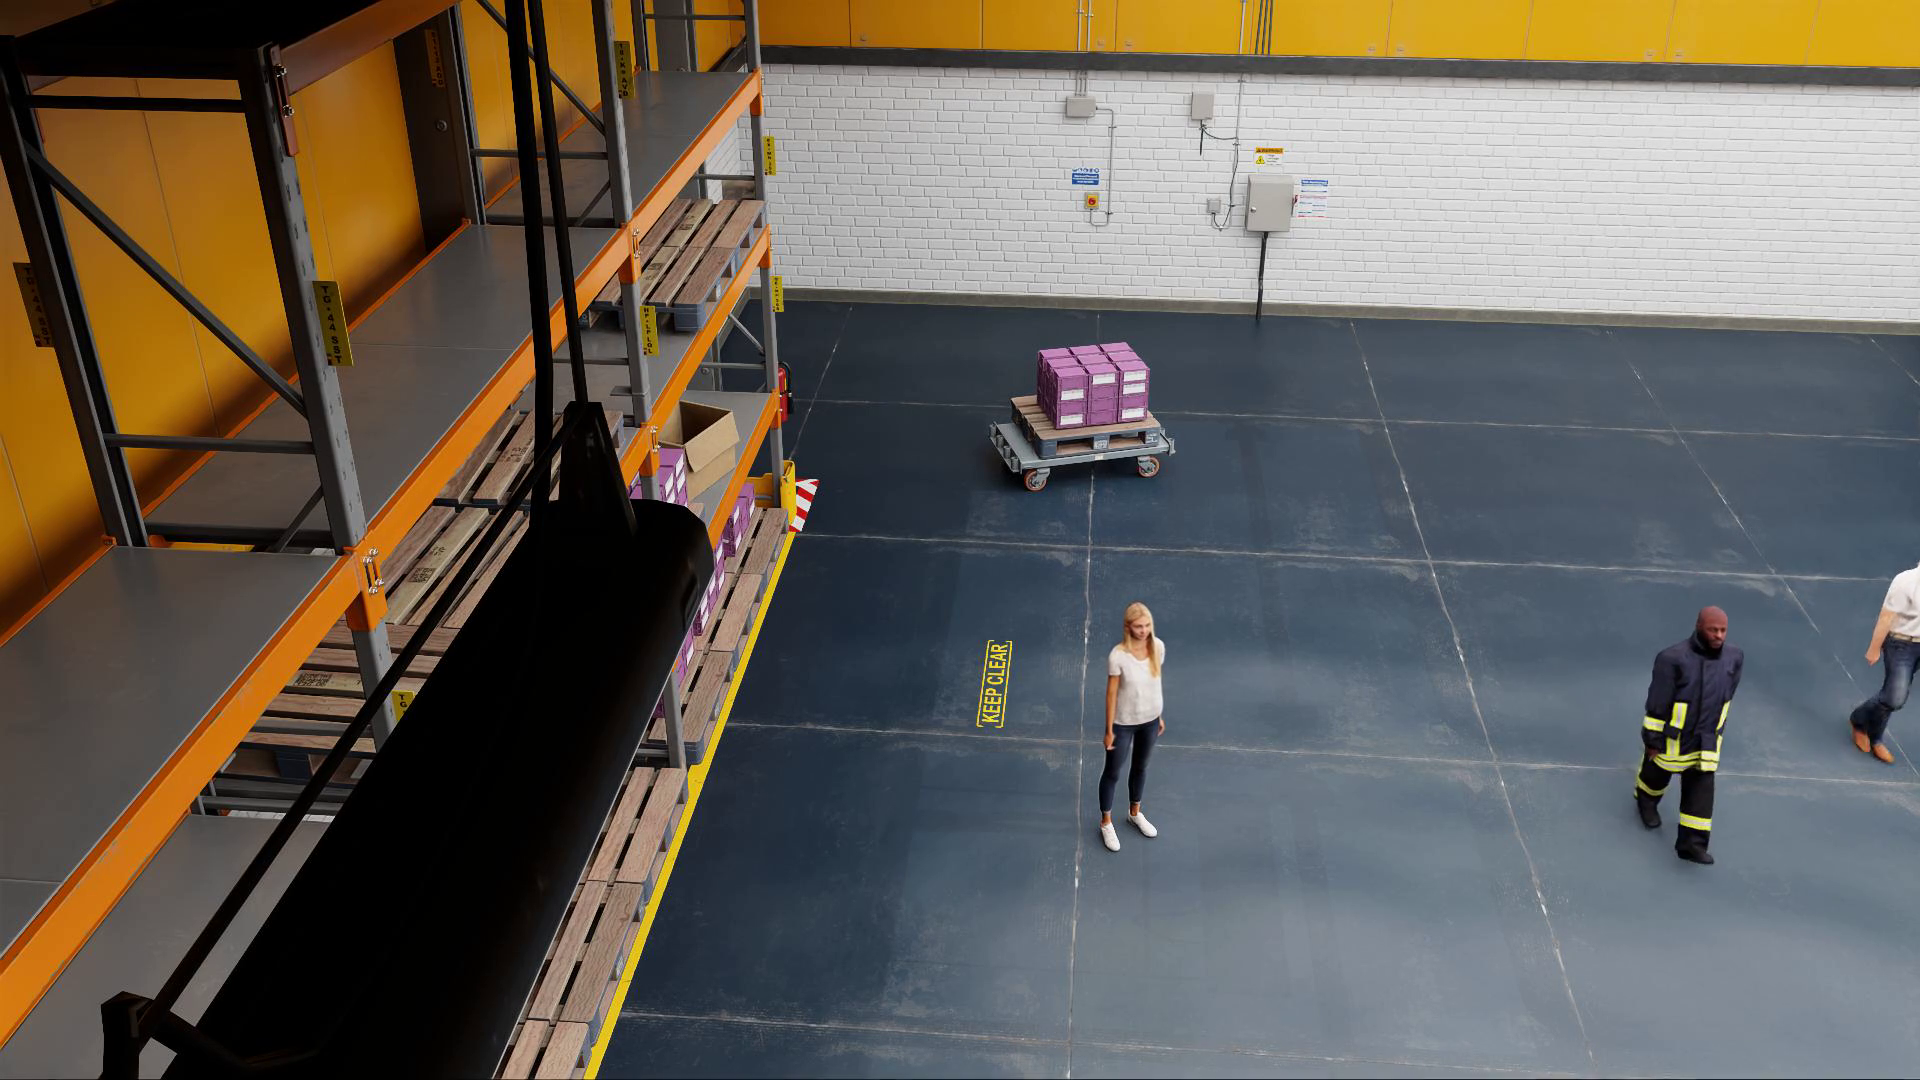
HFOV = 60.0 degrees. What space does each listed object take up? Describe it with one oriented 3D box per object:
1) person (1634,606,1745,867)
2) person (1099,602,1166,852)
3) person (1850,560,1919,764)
[{"bbox_3d":[4.760,1.182,11.004,0.784,1.781,1.135,1,29,1],"label":"person"},{"bbox_3d":[1.133,1.200,10.941,0.679,1.809,0.683,-14,32,-25],"label":"person"},{"bbox_3d":[6.648,0.705,11.820,0.793,1.837,0.808,-8,30,-13],"label":"person"}]
